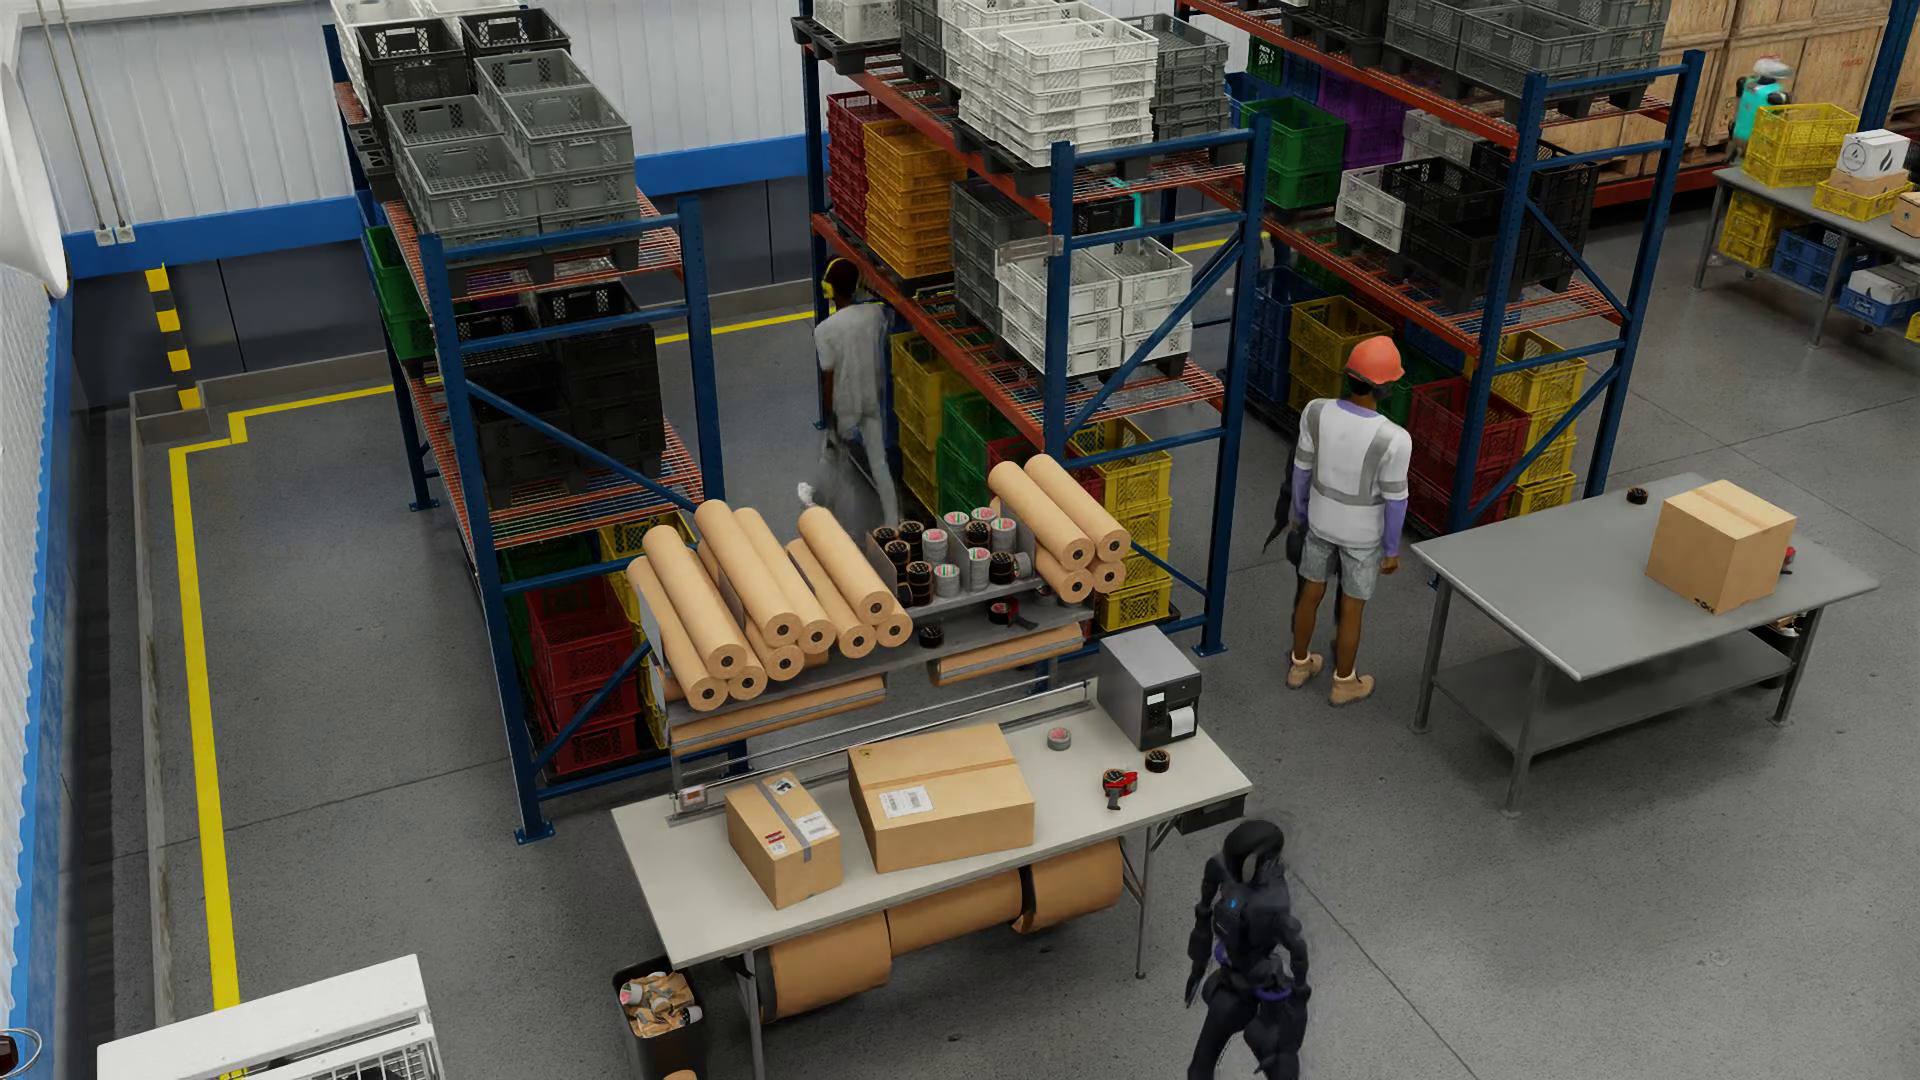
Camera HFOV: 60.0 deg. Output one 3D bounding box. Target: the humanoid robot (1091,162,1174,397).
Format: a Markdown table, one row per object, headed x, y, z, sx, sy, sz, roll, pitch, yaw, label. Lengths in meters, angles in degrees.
| x | y | z | sx | sy | sz | roll | pitch | yaw | label |
| --- | --- | --- | --- | --- | --- | --- | --- | --- | --- |
| 1.266 | -1.728 | 11.418 | 0.725 | 1.833 | 0.532 | 27 | 41 | 36 | humanoid robot |

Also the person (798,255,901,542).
| x | y | z | sx | sy | sz | roll | pitch | yaw | label |
| --- | --- | --- | --- | --- | --- | --- | --- | --- | --- |
| -0.651 | -0.801 | 9.798 | 0.483 | 1.812 | 0.995 | -20 | 37 | -29 | person |

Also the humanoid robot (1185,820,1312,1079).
| x | y | z | sx | sy | sz | roll | pitch | yaw | label |
| --- | --- | --- | --- | --- | --- | --- | --- | --- | --- |
| 1.052 | 1.654 | 5.992 | 0.783 | 1.623 | 0.610 | -19 | 36 | -28 | humanoid robot |

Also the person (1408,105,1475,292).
| x | y | z | sx | sy | sz | roll | pitch | yaw | label |
| --- | --- | --- | --- | --- | --- | --- | --- | --- | --- |
| 3.527 | -2.255 | 12.143 | 0.345 | 1.837 | 0.500 | -27 | 40 | -36 | person |

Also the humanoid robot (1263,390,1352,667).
| x | y | z | sx | sy | sz | roll | pitch | yaw | label |
| --- | --- | --- | --- | --- | --- | --- | --- | --- | --- |
| 1.908 | -0.052 | 8.711 | 0.601 | 1.656 | 0.392 | 5 | 32 | 9 | humanoid robot |

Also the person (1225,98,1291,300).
| x | y | z | sx | sy | sz | roll | pitch | yaw | label |
| --- | --- | --- | --- | --- | --- | --- | --- | --- | --- |
| 2.359 | -2.687 | 12.826 | 0.653 | 1.849 | 0.558 | -3 | 32 | -4 | person |

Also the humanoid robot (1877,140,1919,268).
| x | y | z | sx | sy | sz | roll | pitch | yaw | label |
| --- | --- | --- | --- | --- | --- | --- | --- | --- | --- |
| 7.278 | -2.492 | 12.689 | 0.593 | 1.651 | 0.529 | -13 | 34 | -20 | humanoid robot |

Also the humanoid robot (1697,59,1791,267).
| x | y | z | sx | sy | sz | roll | pitch | yaw | label |
| --- | --- | --- | --- | --- | --- | --- | --- | --- | --- |
| 6.650 | -3.033 | 13.527 | 0.929 | 1.783 | 0.550 | -7 | 32 | -12 | humanoid robot |

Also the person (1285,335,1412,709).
| x | y | z | sx | sy | sz | roll | pitch | yaw | label |
| --- | --- | --- | --- | --- | --- | --- | --- | --- | --- |
| 1.968 | -0.086 | 8.421 | 0.612 | 2.041 | 0.391 | 26 | 40 | 35 | person |
